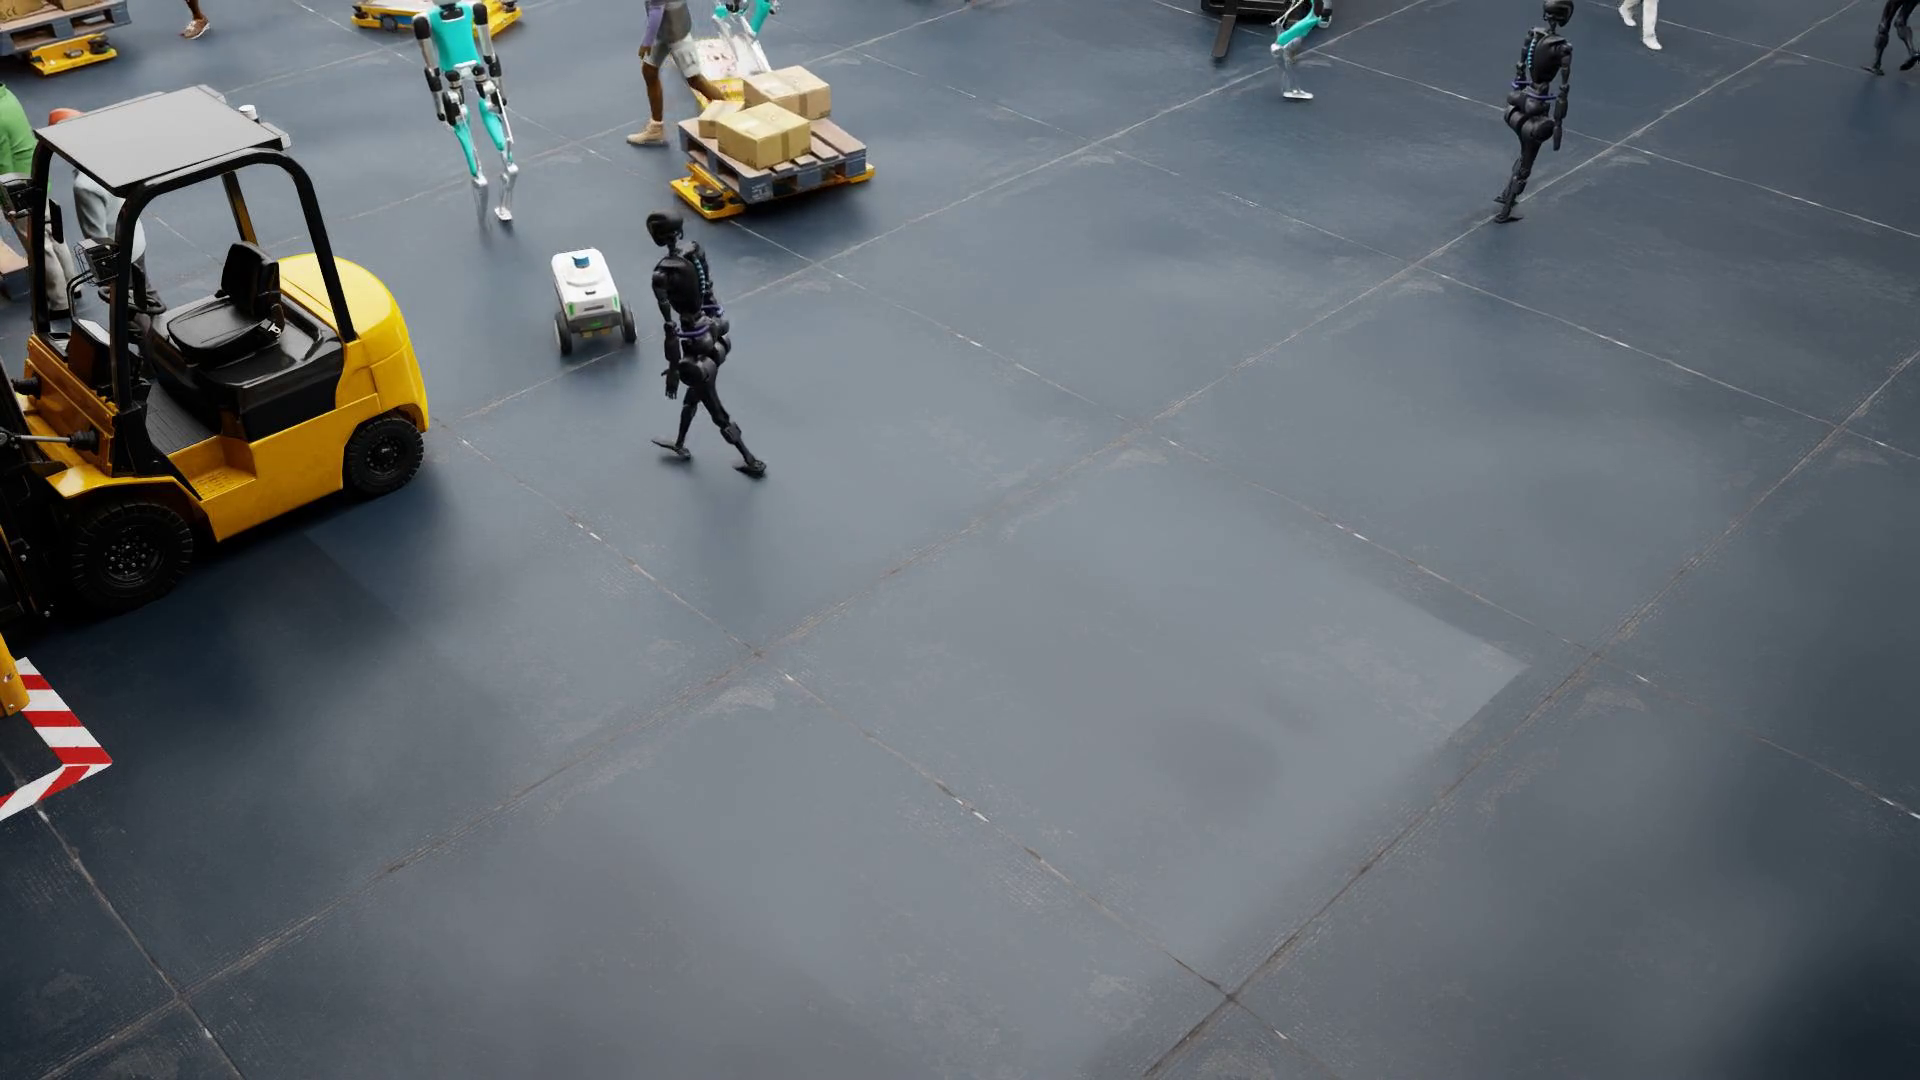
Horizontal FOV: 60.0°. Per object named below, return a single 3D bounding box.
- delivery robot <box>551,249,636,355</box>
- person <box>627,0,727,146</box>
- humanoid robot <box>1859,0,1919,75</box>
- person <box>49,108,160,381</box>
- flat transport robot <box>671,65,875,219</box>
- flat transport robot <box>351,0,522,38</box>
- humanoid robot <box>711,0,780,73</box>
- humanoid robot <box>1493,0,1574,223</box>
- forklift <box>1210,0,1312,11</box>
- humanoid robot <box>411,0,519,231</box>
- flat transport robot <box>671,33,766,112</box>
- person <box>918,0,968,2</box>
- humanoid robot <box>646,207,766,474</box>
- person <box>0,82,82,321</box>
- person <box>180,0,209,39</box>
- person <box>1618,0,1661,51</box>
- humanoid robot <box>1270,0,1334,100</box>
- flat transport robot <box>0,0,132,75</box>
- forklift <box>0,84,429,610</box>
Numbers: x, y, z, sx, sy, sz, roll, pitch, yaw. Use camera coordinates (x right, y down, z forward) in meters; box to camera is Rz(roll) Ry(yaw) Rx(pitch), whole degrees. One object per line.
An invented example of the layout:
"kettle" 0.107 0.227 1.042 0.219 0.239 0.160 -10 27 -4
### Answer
"delivery robot" -2.440 -1.585 10.894 0.499 0.612 0.814 -12 38 -16
"person" -2.180 -4.004 12.945 0.971 1.978 0.631 -8 38 -11
"humanoid robot" 8.170 -4.784 14.231 0.606 1.646 0.428 -11 38 -14
"person" -5.186 -1.802 10.181 0.351 1.739 0.572 -4 37 -5
"flat transport robot" -1.431 -2.812 12.761 1.431 0.231 0.659 -21 42 -26
"flat transport robot" -4.934 -4.976 15.658 1.431 0.231 0.659 9 38 12
"humanoid robot" -1.807 -4.575 13.874 0.530 1.713 1.006 -23 42 -27
"humanoid robot" 4.125 -3.084 11.948 0.364 1.643 0.589 -13 39 -17
"forklift" 3.106 -6.400 15.960 1.214 2.155 2.313 8 37 10
"humanoid robot" -3.408 -2.968 11.815 0.555 1.872 0.739 -21 41 -25
"flat transport robot" -2.051 -4.059 14.430 0.659 0.231 1.431 -12 38 -15
"person" -0.226 -5.995 15.653 0.764 1.908 0.647 4 37 6
"humanoid robot" -1.485 -1.103 9.333 0.728 1.622 0.612 12 38 16
"person" -6.113 -2.292 10.812 0.385 1.780 0.550 -8 38 -11
"person" -7.148 -5.433 14.965 0.528 1.830 0.546 19 41 24
"person" 6.324 -5.352 15.043 0.512 1.600 0.824 -11 38 -14
"humanoid robot" 2.841 -4.419 13.765 0.716 1.884 0.545 3 37 4
"flat transport robot" -8.299 -4.558 15.098 1.431 0.231 0.659 30 46 34
"forklift" -4.145 -1.093 8.856 2.313 2.155 1.214 -31 47 -34
